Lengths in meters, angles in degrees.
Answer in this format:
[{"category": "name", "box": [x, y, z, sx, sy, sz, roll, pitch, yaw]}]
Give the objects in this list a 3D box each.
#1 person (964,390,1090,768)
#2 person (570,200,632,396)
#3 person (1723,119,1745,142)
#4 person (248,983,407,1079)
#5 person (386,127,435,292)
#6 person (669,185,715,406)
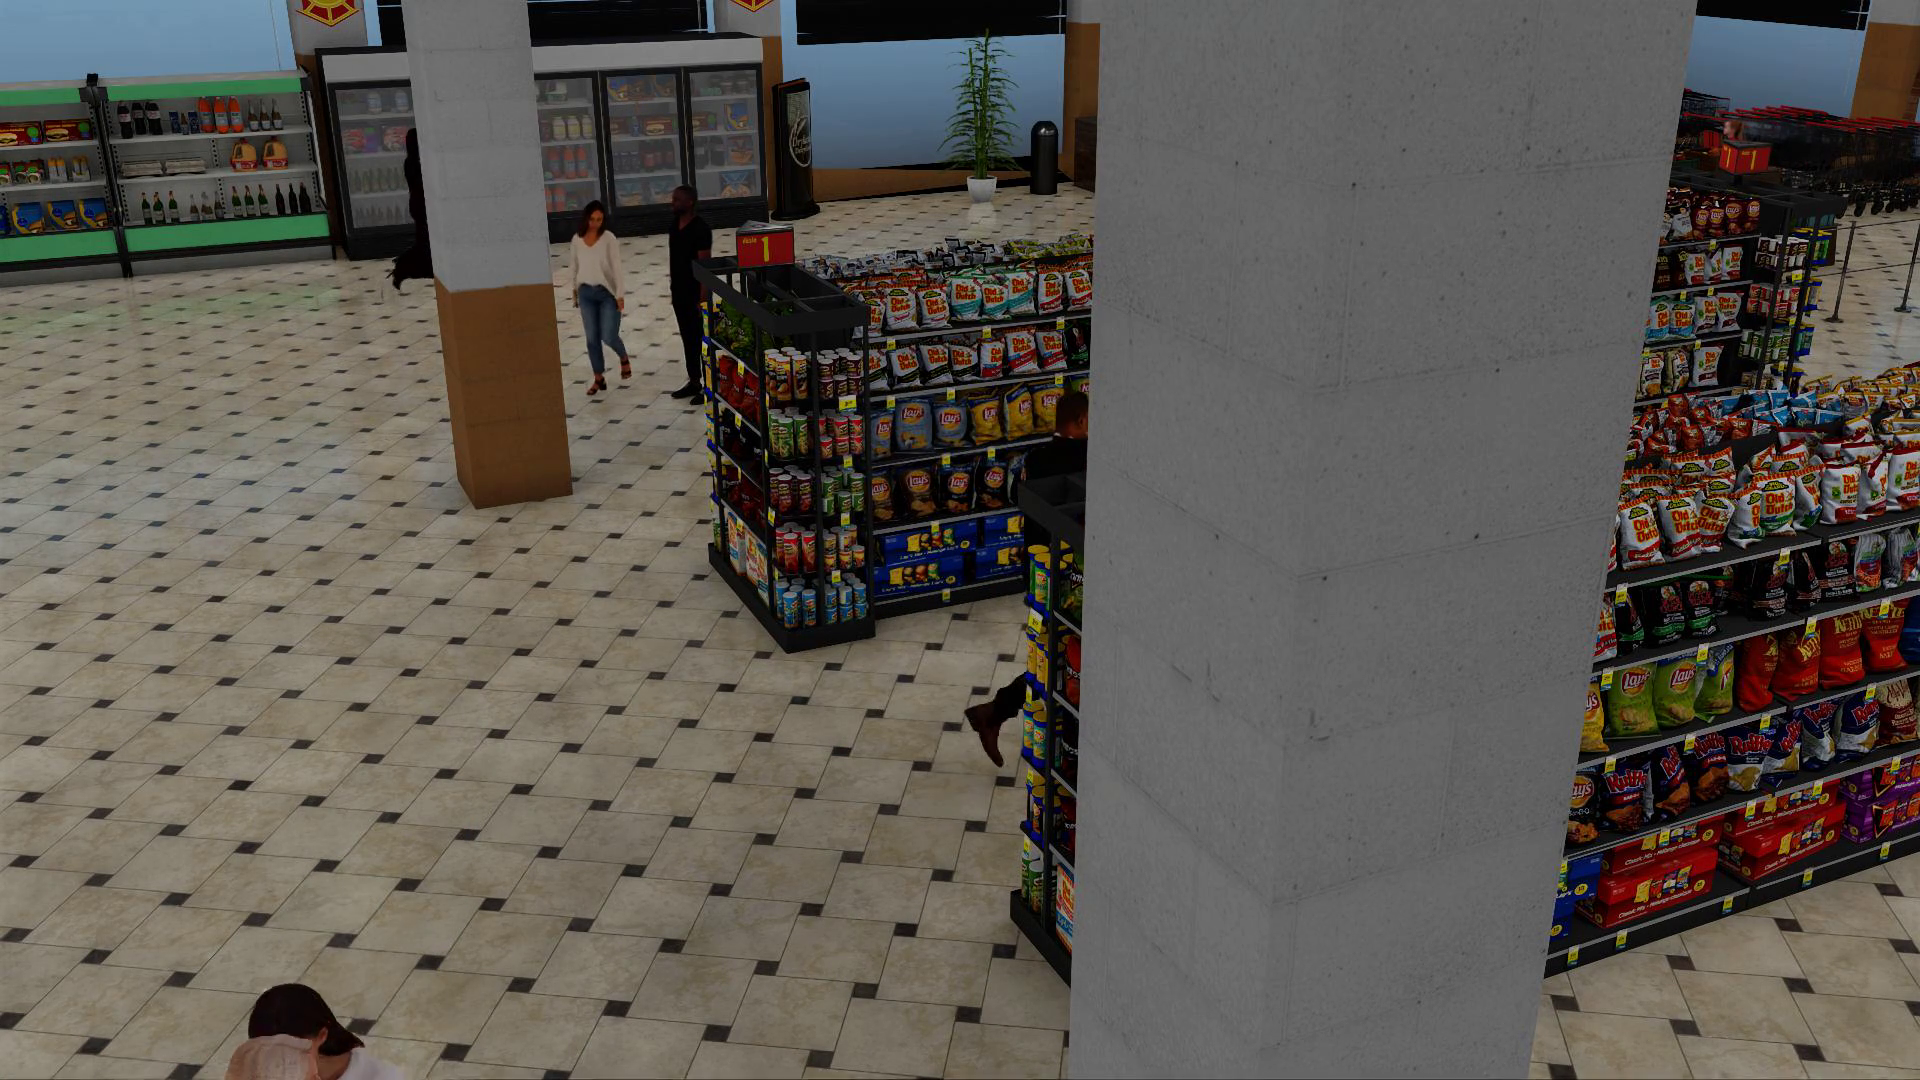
[{"category": "person", "box": [0.406, 0.227, 8.143, 1.058, 1.875, 0.805, -8, 23, -18]}, {"category": "person", "box": [-3.021, -2.077, 14.166, 0.842, 1.661, 0.904, 8, 23, 18]}, {"category": "person", "box": [9.871, -4.725, 21.274, 0.658, 1.274, 0.605, 4, 22, 10]}, {"category": "person", "box": [-1.587, 1.797, 4.550, 1.057, 1.641, 1.018, 1, 22, 2]}, {"category": "person", "box": [-5.632, -3.379, 17.315, 1.066, 1.729, 0.723, -13, 25, -29]}, {"category": "person", "box": [-2.232, -2.053, 13.895, 0.669, 1.818, 0.726, -18, 28, -38]}]
